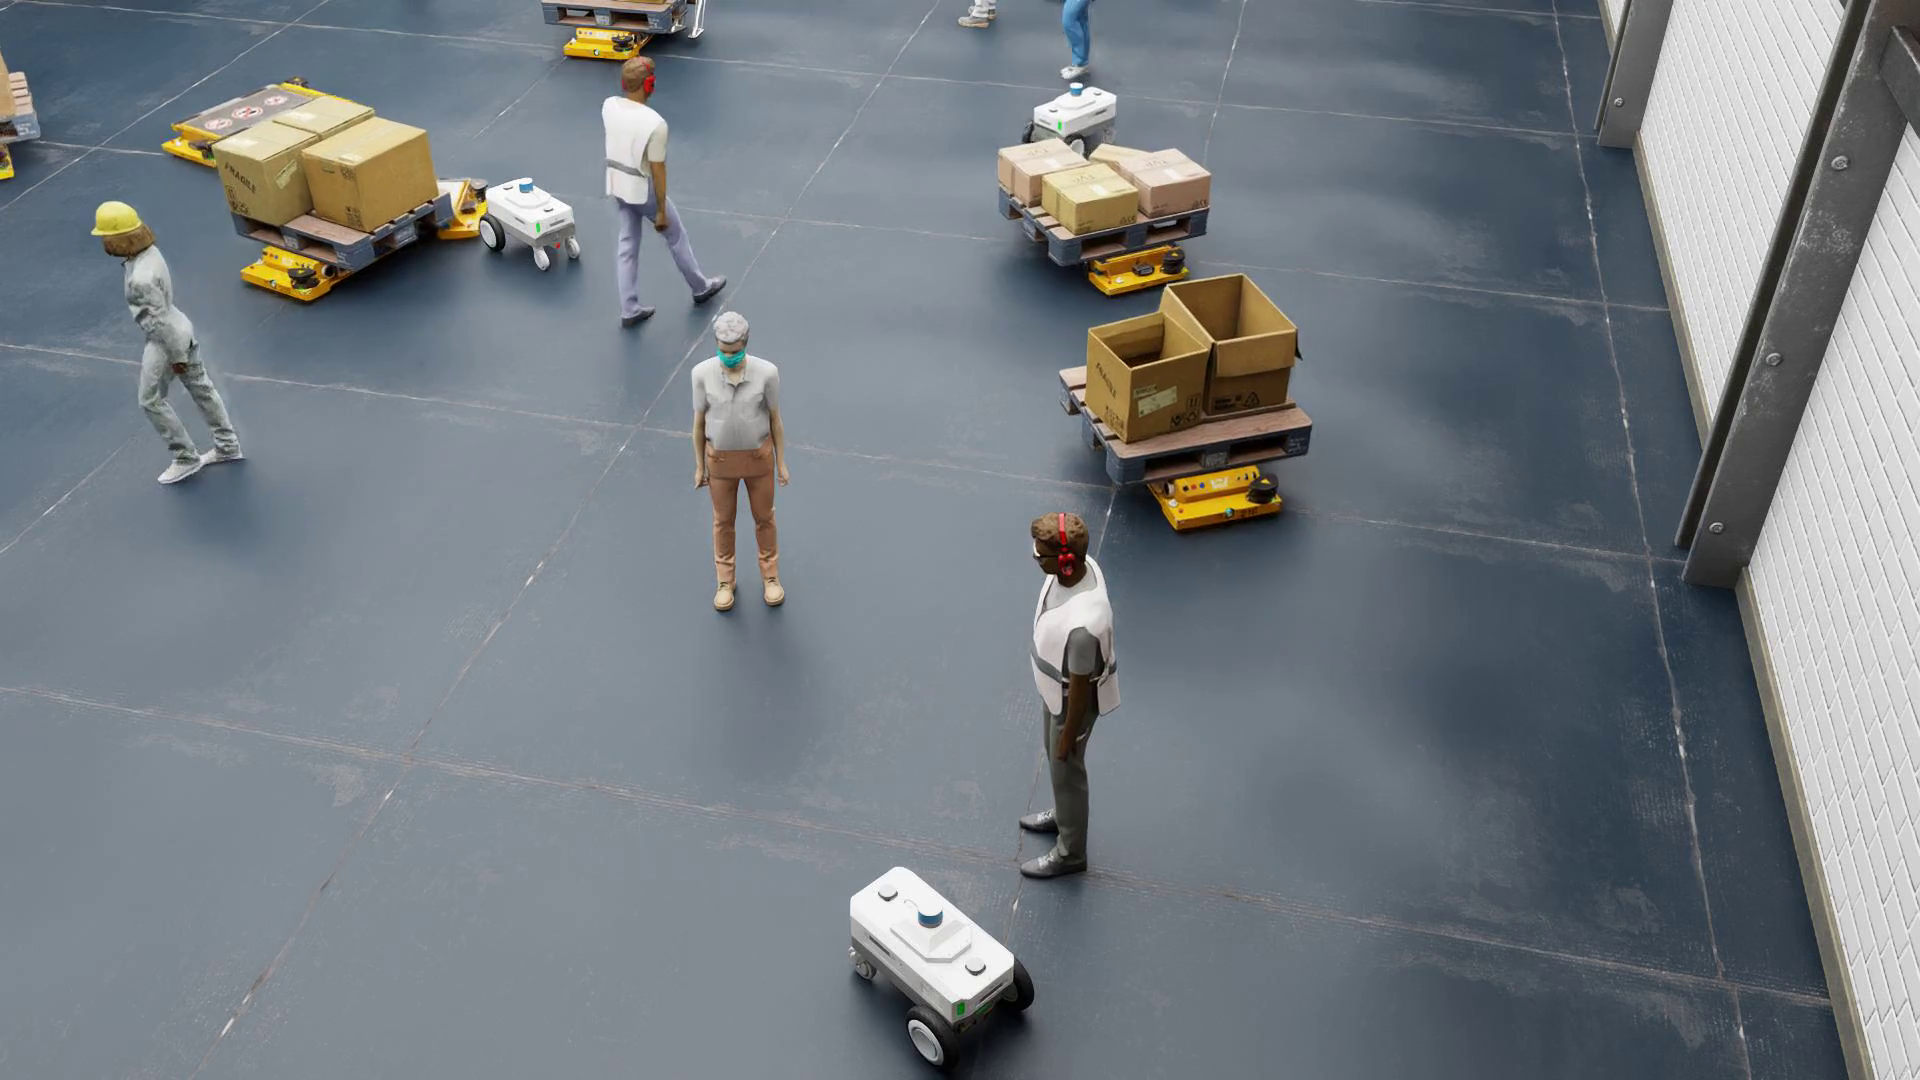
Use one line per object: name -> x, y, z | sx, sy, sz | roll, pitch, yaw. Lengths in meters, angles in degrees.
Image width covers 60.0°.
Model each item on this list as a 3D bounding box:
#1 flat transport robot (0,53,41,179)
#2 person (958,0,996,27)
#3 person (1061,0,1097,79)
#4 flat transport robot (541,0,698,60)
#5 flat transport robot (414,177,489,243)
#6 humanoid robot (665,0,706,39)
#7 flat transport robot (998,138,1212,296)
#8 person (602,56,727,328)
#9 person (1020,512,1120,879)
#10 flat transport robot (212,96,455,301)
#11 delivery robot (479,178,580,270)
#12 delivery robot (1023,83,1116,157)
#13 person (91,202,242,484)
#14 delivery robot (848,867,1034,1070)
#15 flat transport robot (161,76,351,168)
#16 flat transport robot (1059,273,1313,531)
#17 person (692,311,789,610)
flat transport robot -> -8.134, -3.224, 13.532 | 0.659, 0.231, 1.431 | -18, 40, -22
person -> 0.185, -5.789, 15.615 | 0.355, 1.887, 0.573 | 13, 39, 17
person -> 1.016, -4.882, 14.538 | 0.484, 1.717, 0.500 | -10, 38, -13
flat transport robot -> -3.175, -4.906, 15.784 | 0.659, 0.231, 1.431 | 8, 37, 10
flat transport robot -> -4.300, -2.476, 12.533 | 1.431, 0.231, 0.659 | -3, 37, -3
humanoid robot -> -2.523, -5.471, 15.202 | 0.533, 1.677, 0.735 | 17, 40, 21
flat transport robot -> 1.033, -2.227, 12.198 | 0.659, 0.231, 1.431 | -16, 40, -20
person -> -2.021, -2.338, 11.066 | 0.568, 1.801, 0.871 | 23, 42, 28
person -> 0.467, 0.654, 7.040 | 0.400, 1.831, 0.573 | -3, 37, -3
flat transport robot -> -4.467, -2.184, 12.142 | 0.659, 0.231, 1.431 | 19, 41, 23
delivery robot -> -3.132, -2.355, 12.112 | 0.747, 0.572, 0.499 | 31, 46, 34
delivery robot -> 0.923, -3.418, 13.540 | 0.753, 0.579, 0.499 | -29, 46, -33
person -> -4.603, -1.130, 9.515 | 0.607, 1.724, 0.484 | -9, 38, -12
delivery robot -> -0.102, 1.697, 6.725 | 0.499, 0.614, 0.815 | -30, 46, -33
flat transport robot -> -5.869, -3.500, 13.903 | 0.659, 0.231, 1.431 | 20, 41, 25
flat transport robot -> 1.331, -0.578, 9.991 | 0.659, 0.231, 1.431 | -10, 38, -14
person -> -1.127, -0.403, 8.530 | 0.481, 1.738, 0.320 | -4, 37, -5
